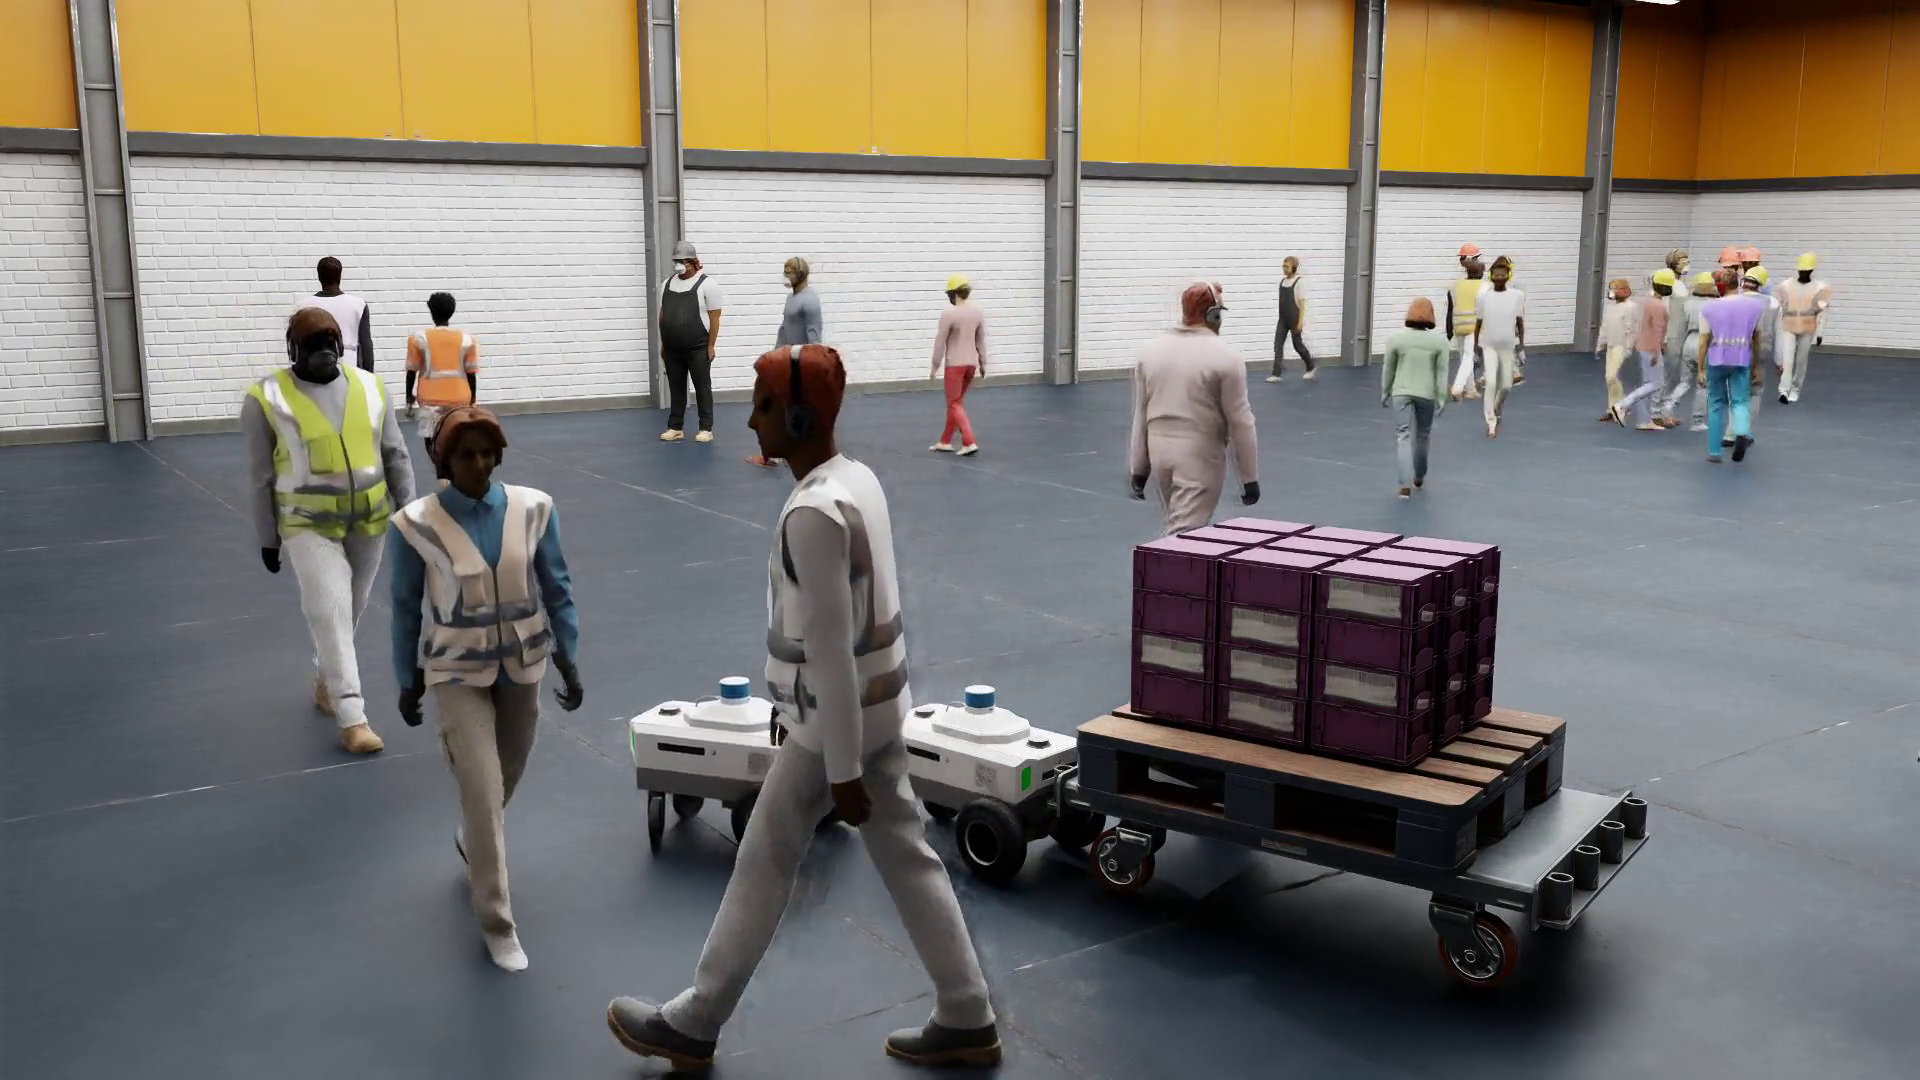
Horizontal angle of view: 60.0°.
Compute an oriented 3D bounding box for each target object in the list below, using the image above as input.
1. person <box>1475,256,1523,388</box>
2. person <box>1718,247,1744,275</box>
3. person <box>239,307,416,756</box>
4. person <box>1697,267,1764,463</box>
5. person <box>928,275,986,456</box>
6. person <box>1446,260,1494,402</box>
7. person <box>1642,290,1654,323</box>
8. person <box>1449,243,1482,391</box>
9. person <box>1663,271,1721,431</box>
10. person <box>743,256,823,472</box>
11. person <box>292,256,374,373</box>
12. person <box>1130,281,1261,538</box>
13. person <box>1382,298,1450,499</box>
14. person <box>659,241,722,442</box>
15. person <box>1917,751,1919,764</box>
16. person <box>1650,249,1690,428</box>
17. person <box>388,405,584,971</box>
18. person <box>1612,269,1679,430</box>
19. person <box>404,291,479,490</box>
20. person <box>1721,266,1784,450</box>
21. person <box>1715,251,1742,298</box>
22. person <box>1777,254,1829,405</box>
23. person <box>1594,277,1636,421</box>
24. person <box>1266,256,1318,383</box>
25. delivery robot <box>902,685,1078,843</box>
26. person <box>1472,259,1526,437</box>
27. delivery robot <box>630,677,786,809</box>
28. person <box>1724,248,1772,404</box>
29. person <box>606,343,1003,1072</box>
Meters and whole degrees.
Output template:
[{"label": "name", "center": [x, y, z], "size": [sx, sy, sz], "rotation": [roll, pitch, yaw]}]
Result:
[{"label": "person", "center": [7.504, -3.030, 23.096], "size": [0.996, 1.818, 0.528], "rotation": [-5, 12, -27]}, {"label": "person", "center": [10.726, -3.061, 22.961], "size": [0.361, 1.948, 0.815], "rotation": [-1, 10, -7]}, {"label": "person", "center": [-2.621, -0.071, 6.949], "size": [0.630, 1.804, 0.949], "rotation": [-10, 14, -43]}, {"label": "person", "center": [6.998, -1.570, 15.123], "size": [0.581, 1.809, 0.678], "rotation": [2, 11, 12]}, {"label": "person", "center": [-0.040, -1.660, 15.895], "size": [0.558, 1.719, 0.726], "rotation": [-10, 14, -44]}, {"label": "person", "center": [6.466, -2.646, 21.090], "size": [0.638, 1.807, 0.942], "rotation": [10, 14, 43]}, {"label": "person", "center": [9.721, -2.909, 22.996], "size": [0.524, 1.618, 0.703], "rotation": [8, 13, 39]}, {"label": "person", "center": [6.867, -3.014, 22.525], "size": [0.382, 1.995, 0.612], "rotation": [4, 11, 22]}, {"label": "person", "center": [7.849, -2.005, 17.753], "size": [0.550, 1.714, 0.494], "rotation": [-7, 12, -33]}, {"label": "person", "center": [-1.524, -1.559, 14.821], "size": [0.875, 1.898, 0.642], "rotation": [-3, 11, -16]}, {"label": "person", "center": [-5.037, -1.319, 13.437], "size": [0.587, 1.920, 0.394], "rotation": [-2, 11, -13]}, {"label": "person", "center": [1.228, -0.385, 8.517], "size": [1.020, 1.849, 0.666], "rotation": [-9, 14, -41]}, {"label": "person", "center": [3.665, -1.150, 13.418], "size": [0.501, 1.586, 0.859], "rotation": [2, 11, 10]}, {"label": "person", "center": [-2.788, -2.016, 16.922], "size": [0.682, 2.000, 0.537], "rotation": [4, 11, 20]}, {"label": "person", "center": [4.128, 0.017, 6.460], "size": [0.631, 1.792, 0.933], "rotation": [10, 14, 42]}, {"label": "person", "center": [7.757, -2.198, 18.201], "size": [0.370, 1.941, 0.627], "rotation": [8, 13, 37]}, {"label": "person", "center": [-1.441, 0.387, 4.985], "size": [0.510, 1.608, 0.817], "rotation": [-8, 13, -36]}, {"label": "person", "center": [7.328, -2.020, 17.749], "size": [0.530, 1.745, 0.532], "rotation": [1, 10, 7]}, {"label": "person", "center": [-3.911, -1.049, 12.642], "size": [0.565, 1.668, 0.748], "rotation": [-6, 12, -29]}, {"label": "person", "center": [7.727, -1.782, 16.355], "size": [0.642, 1.789, 0.612], "rotation": [1, 10, 6]}, {"label": "person", "center": [9.994, -2.774, 21.517], "size": [0.975, 1.896, 0.587], "rotation": [-8, 13, -38]}, {"label": "person", "center": [10.463, -2.624, 20.740], "size": [0.597, 1.865, 1.028], "rotation": [6, 12, 28]}, {"label": "person", "center": [7.357, -2.128, 18.680], "size": [0.327, 1.624, 0.519], "rotation": [-1, 10, -7]}, {"label": "person", "center": [4.788, -3.163, 23.846], "size": [0.892, 1.816, 0.522], "rotation": [-7, 12, -34]}, {"label": "delivery robot", "center": [0.066, 0.738, 5.648], "size": [0.707, 0.478, 0.477], "rotation": [9, 14, 42]}, {"label": "person", "center": [5.655, -2.018, 17.469], "size": [0.536, 1.845, 0.673], "rotation": [2, 11, 10]}, {"label": "delivery robot", "center": [-0.775, 0.717, 5.758], "size": [0.707, 0.478, 0.477], "rotation": [4, 11, 20]}, {"label": "person", "center": [9.728, -2.638, 20.621], "size": [0.551, 1.939, 0.367], "rotation": [5, 11, 24]}, {"label": "person", "center": [-0.357, 0.436, 4.085], "size": [1.010, 1.825, 0.588], "rotation": [2, 10, 9]}]
